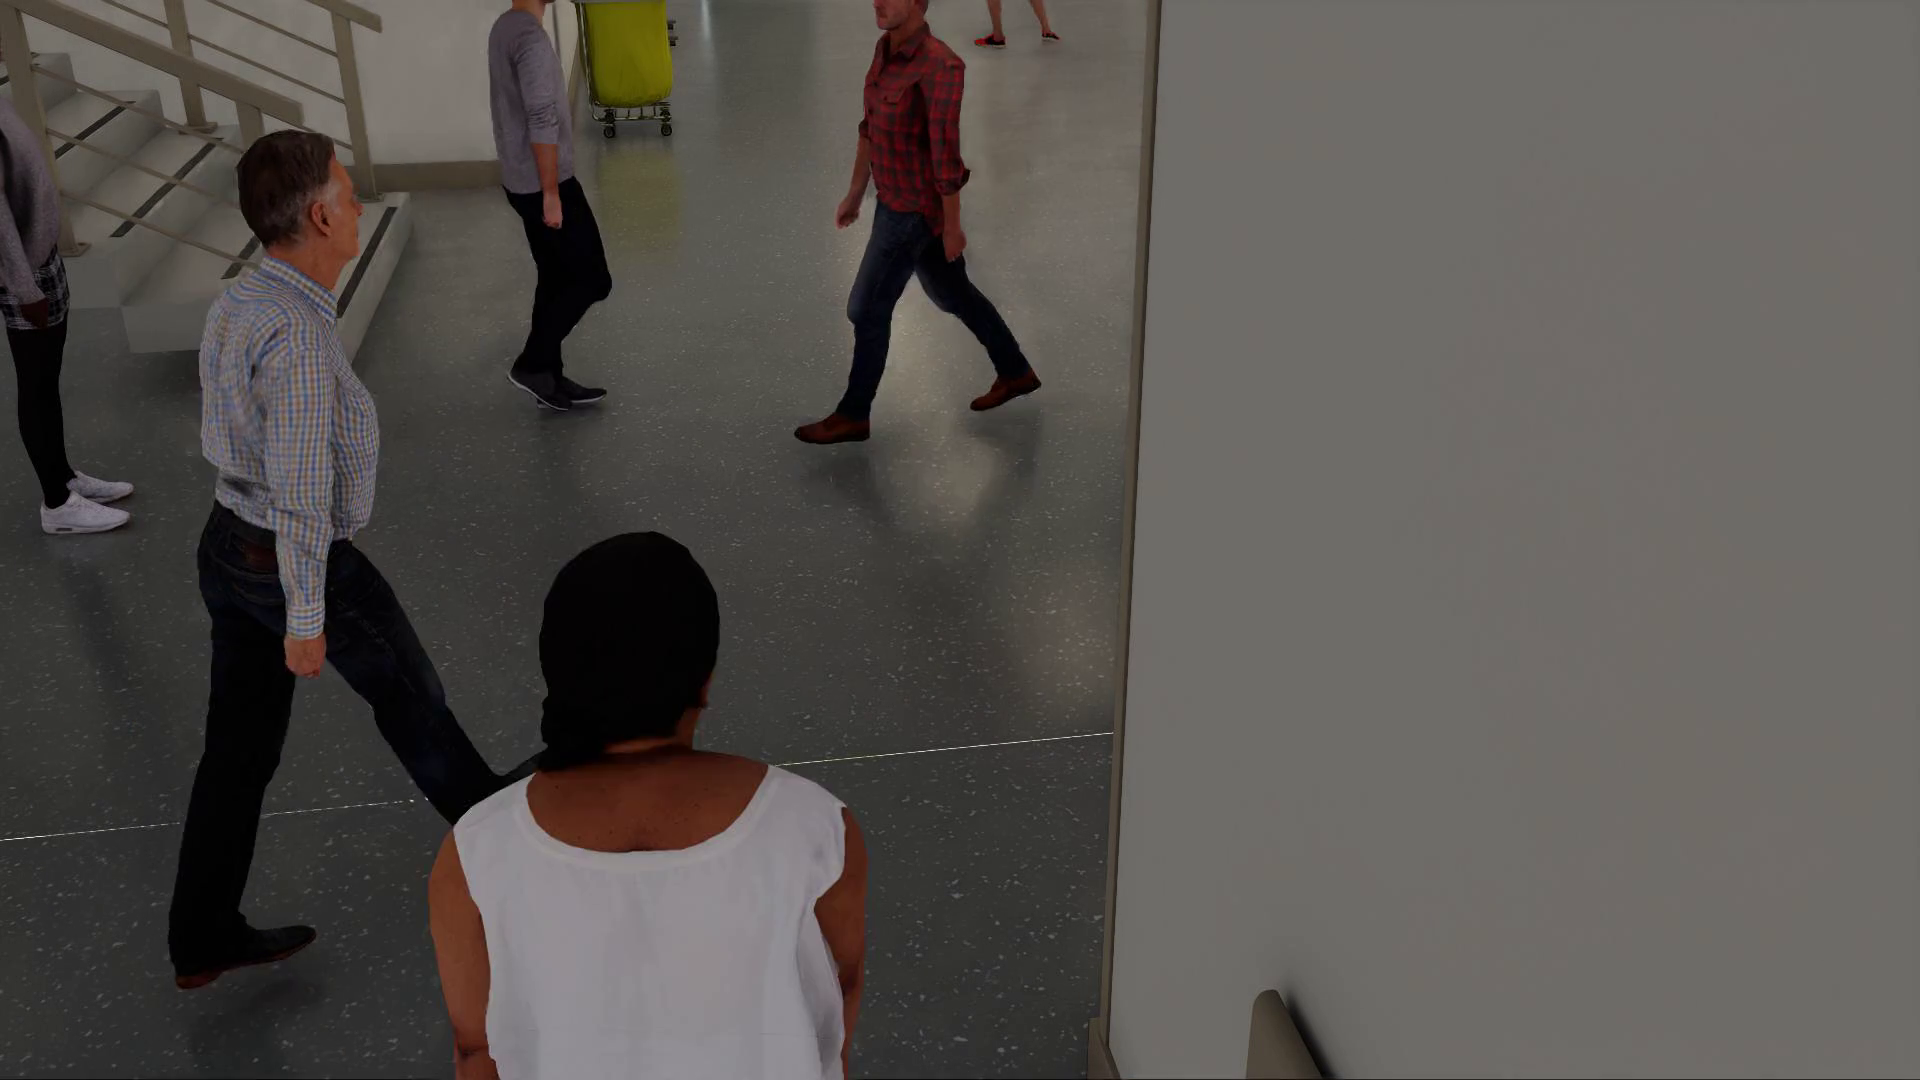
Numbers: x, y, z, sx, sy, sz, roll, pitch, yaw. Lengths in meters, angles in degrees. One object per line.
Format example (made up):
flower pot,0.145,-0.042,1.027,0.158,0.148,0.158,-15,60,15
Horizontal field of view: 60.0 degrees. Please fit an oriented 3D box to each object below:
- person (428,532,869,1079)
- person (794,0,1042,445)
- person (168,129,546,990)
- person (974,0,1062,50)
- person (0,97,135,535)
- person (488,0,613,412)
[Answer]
person,-0.372,0.823,2.070,0.953,1.663,0.851,1,26,2
person,-0.071,-1.229,6.189,1.270,1.781,0.770,-7,27,-14
person,-1.439,0.125,3.426,1.285,1.743,1.095,-20,32,-35
person,0.466,-5.104,14.183,1.033,1.818,1.079,-23,34,-39
person,-3.117,-0.888,5.494,0.590,1.771,0.651,-9,27,-18
person,-1.703,-1.360,6.414,0.766,1.821,0.785,-9,27,-18
